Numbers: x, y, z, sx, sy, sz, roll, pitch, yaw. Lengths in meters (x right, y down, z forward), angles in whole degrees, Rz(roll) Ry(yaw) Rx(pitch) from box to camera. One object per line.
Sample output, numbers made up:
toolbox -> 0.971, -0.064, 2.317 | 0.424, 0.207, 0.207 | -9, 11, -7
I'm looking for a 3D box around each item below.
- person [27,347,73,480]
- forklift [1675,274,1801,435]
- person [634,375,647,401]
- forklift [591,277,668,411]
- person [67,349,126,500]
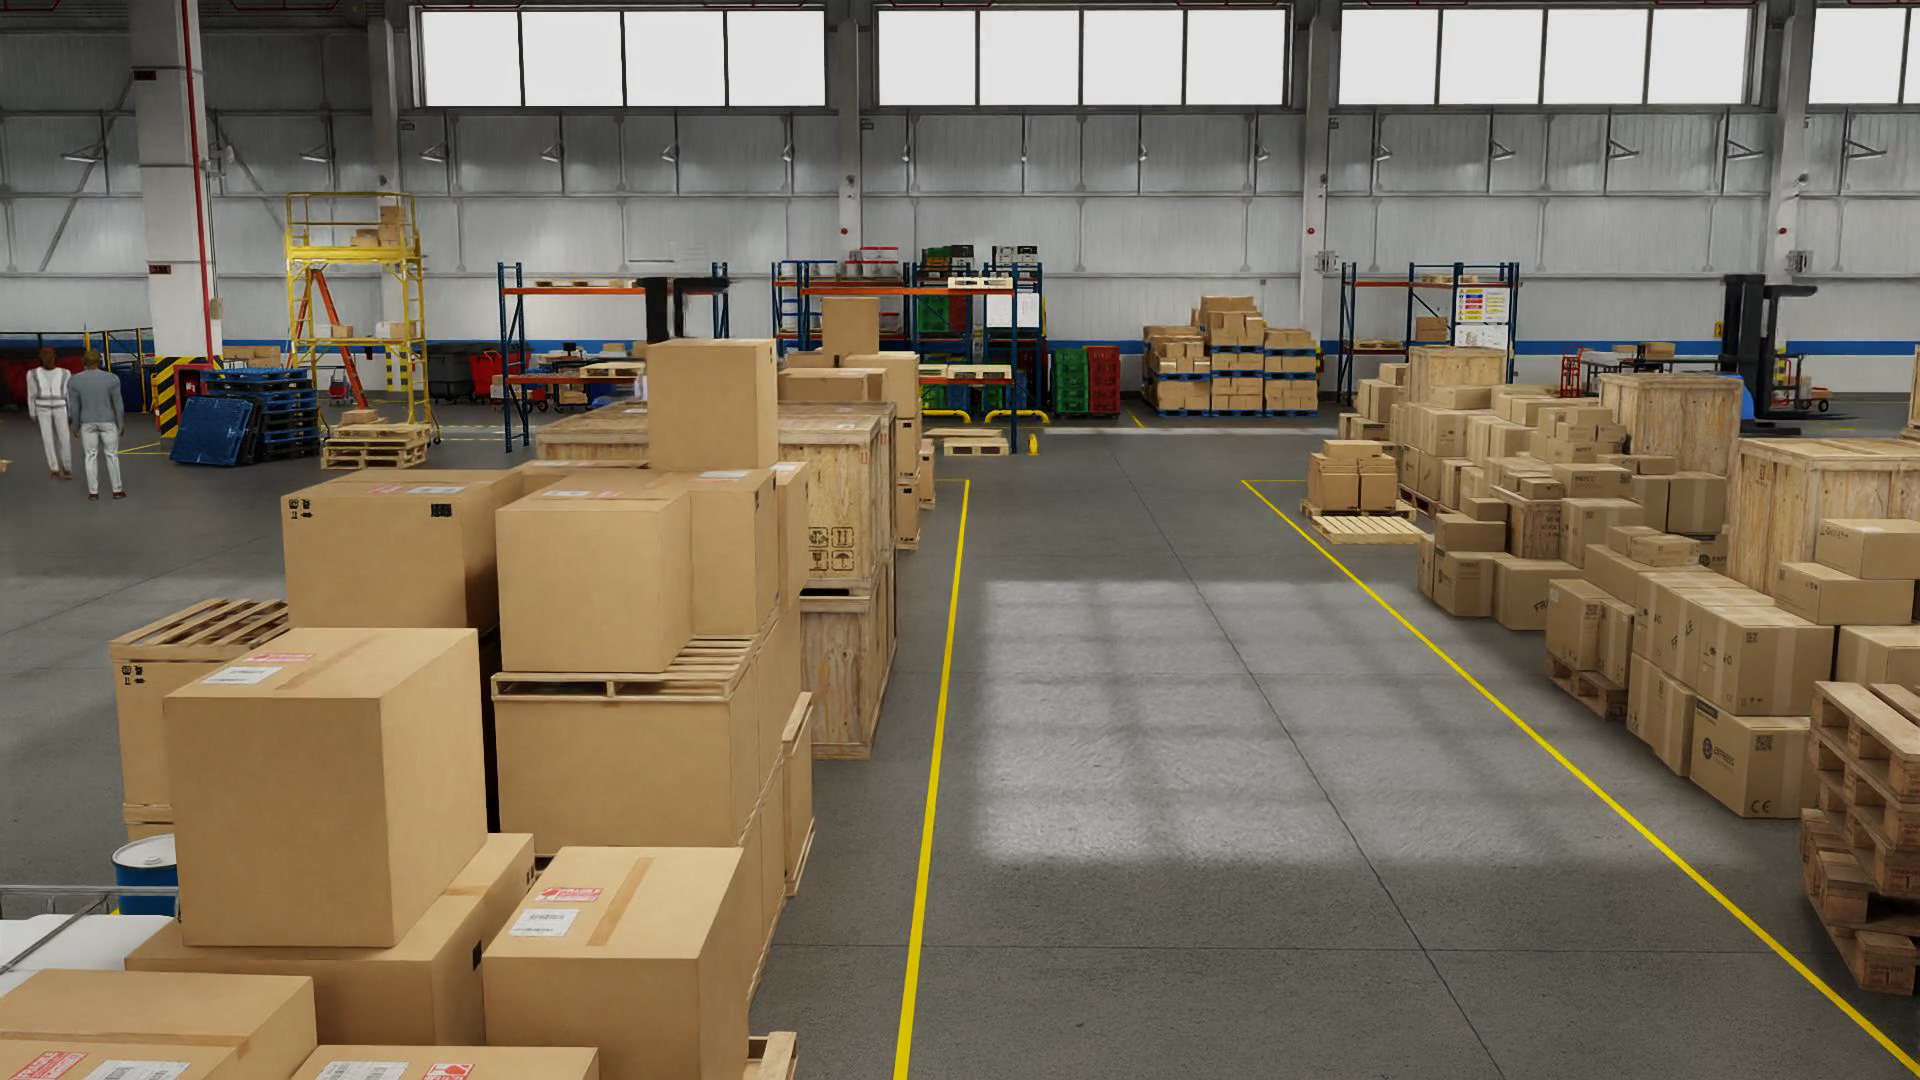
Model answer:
person -> -12.625, -1.744, 23.142 | 0.579, 1.850, 0.834 | -6, 11, -32
forklift -> 13.678, -3.272, 29.236 | 1.873, 2.768, 1.129 | 0, 9, 1
person -> -3.900, -1.520, 21.640 | 0.577, 1.899, 0.891 | 1, 10, 7
forklift -> -4.343, -2.371, 23.838 | 1.873, 2.768, 1.129 | -2, 10, -10
person -> -11.020, -1.471, 21.261 | 0.627, 1.941, 0.370 | -4, 10, -21
